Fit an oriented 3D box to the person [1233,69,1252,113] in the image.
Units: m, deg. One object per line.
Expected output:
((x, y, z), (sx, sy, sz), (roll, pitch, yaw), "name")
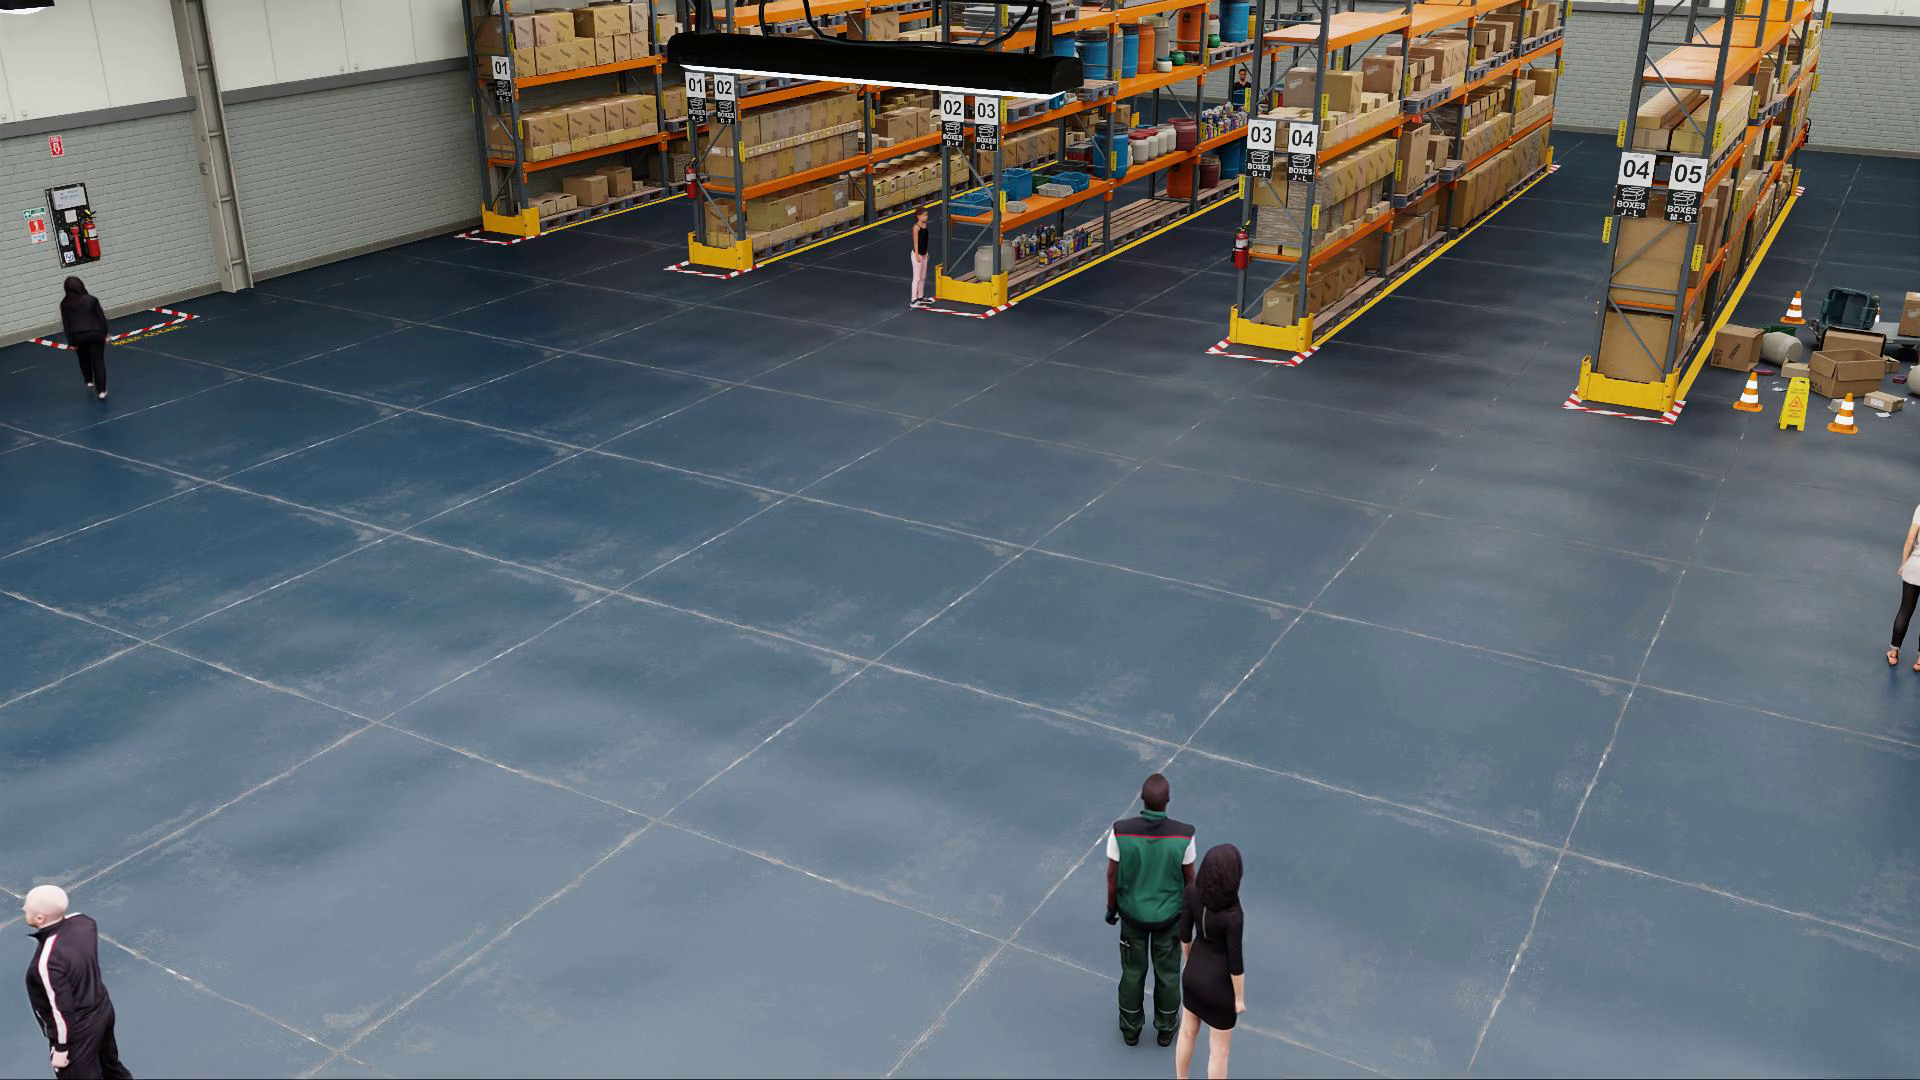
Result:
((6.532, -10.015, 38.671), (0.724, 1.857, 0.708), (0, 23, 0), "person")

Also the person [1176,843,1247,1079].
((1.395, 2.498, 9.310), (0.628, 1.807, 0.657), (-16, 28, -33), "person")

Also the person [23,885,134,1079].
((-4.720, 2.633, 8.953), (0.818, 1.837, 0.721), (-2, 23, -5), "person")

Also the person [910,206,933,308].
((-0.630, -4.423, 25.897), (0.585, 1.562, 0.453), (10, 25, 22), "person")

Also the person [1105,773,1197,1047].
((1.139, 2.216, 9.933), (0.768, 1.839, 0.751), (3, 23, 7), "person")

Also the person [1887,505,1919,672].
((8.463, 0.269, 14.528), (0.658, 1.826, 0.593), (19, 30, 38), "person")

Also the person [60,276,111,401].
((-11.303, -2.582, 21.569), (1.131, 1.561, 1.111), (-10, 25, -22), "person")
